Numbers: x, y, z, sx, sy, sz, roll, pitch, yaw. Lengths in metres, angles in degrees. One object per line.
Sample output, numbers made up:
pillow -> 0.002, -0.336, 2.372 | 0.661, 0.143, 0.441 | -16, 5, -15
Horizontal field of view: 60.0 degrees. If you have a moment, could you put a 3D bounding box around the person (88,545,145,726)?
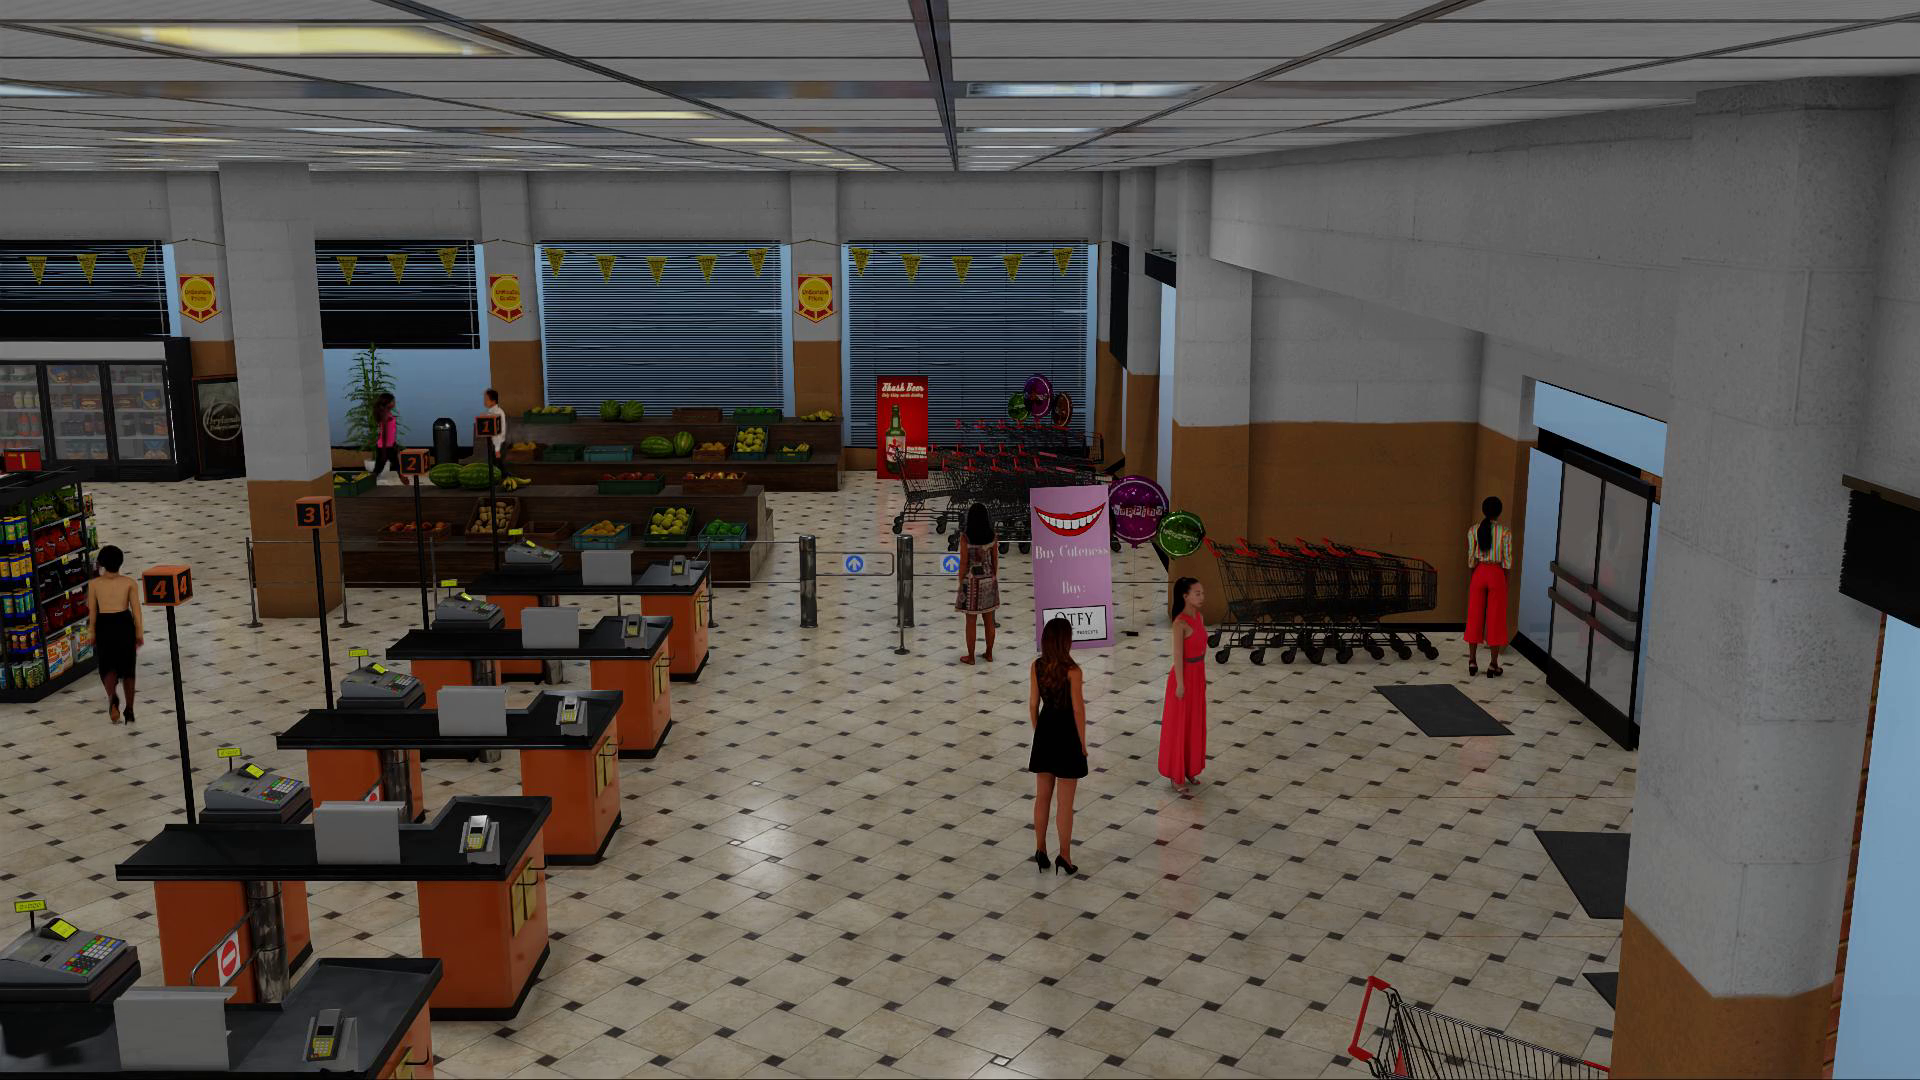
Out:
person -> -7.432, 0.877, 14.628 | 0.822, 1.640, 0.814 | -5, 13, -23

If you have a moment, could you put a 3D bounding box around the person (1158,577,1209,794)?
person -> 1.804, 1.135, 13.194 | 0.747, 1.726, 0.714 | 8, 14, 34

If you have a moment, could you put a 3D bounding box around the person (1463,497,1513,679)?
person -> 5.170, 0.452, 16.273 | 0.634, 1.793, 0.739 | 7, 14, 30

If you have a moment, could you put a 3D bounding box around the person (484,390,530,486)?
person -> -6.833, -1.358, 24.895 | 1.058, 1.784, 0.793 | -2, 12, -9

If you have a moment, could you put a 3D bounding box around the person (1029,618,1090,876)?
person -> 0.670, 1.430, 11.529 | 0.625, 1.835, 0.722 | 8, 14, 32

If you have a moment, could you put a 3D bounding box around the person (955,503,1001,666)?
person -> 0.185, 0.429, 16.741 | 0.642, 1.645, 0.785 | -6, 13, -27
